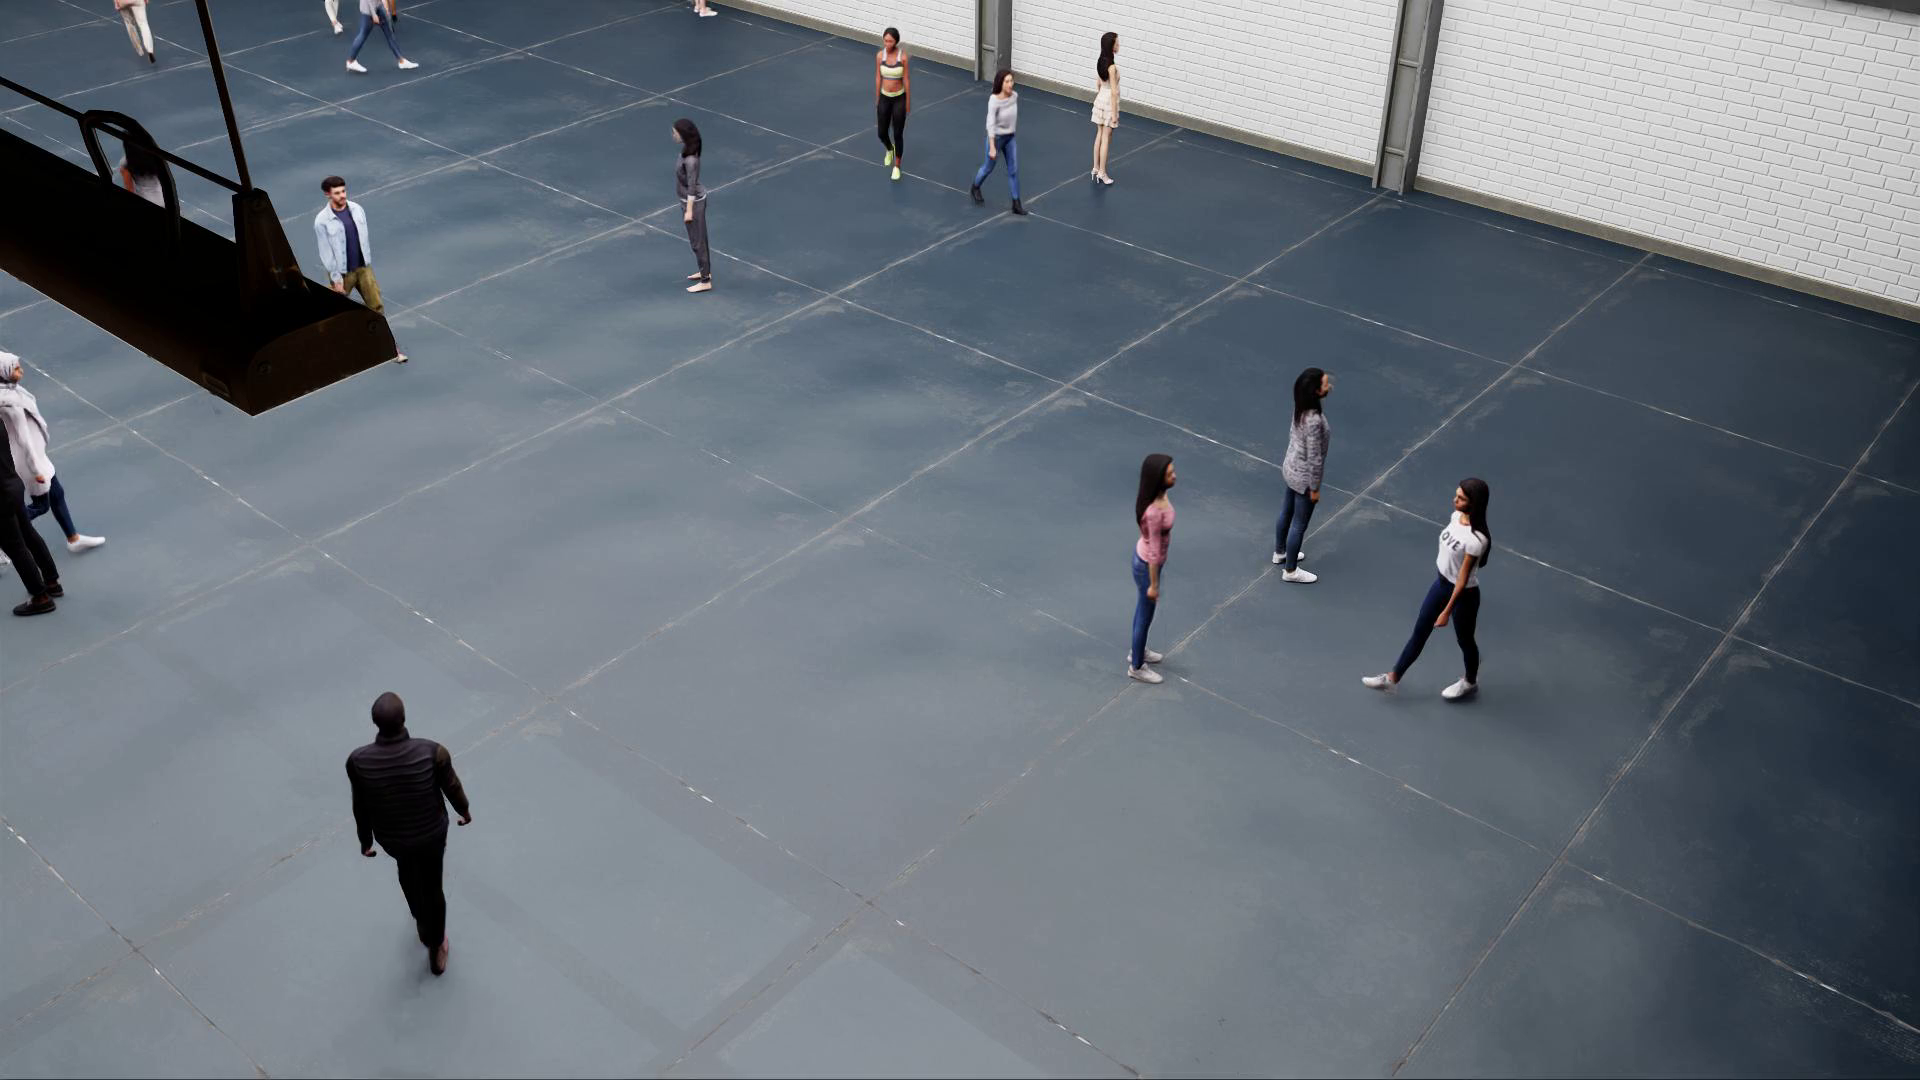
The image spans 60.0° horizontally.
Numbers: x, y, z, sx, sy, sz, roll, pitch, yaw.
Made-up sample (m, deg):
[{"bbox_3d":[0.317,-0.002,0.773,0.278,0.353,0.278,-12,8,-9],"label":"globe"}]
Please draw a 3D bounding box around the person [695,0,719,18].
[{"bbox_3d":[-3.866,-8.707,24.689,0.705,1.750,0.601,-13,36,-19],"label":"person"}]

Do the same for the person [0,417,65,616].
[{"bbox_3d":[-6.882,-0.281,11.951,0.778,1.819,0.732,-1,34,-2],"label":"person"}]

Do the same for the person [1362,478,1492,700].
[{"bbox_3d":[3.380,0.371,11.038,1.073,1.742,1.065,-7,34,-10],"label":"person"}]

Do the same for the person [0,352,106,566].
[{"bbox_3d":[-7.060,-0.575,12.454,0.892,1.751,1.044,-19,38,-26],"label":"person"}]

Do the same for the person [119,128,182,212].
[{"bbox_3d":[-7.895,-3.208,16.399,0.714,1.769,0.759,-16,37,-22],"label":"person"}]

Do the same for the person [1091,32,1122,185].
[{"bbox_3d":[1.671,-4.942,19.037,0.728,1.737,0.623,-11,35,-16],"label":"person"}]

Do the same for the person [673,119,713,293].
[{"bbox_3d":[-2.656,-3.359,16.633,0.714,1.761,0.661,-2,34,-3],"label":"person"}]

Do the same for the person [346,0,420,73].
[{"bbox_3d":[-8.006,-7.094,22.320,1.216,1.687,1.145,-2,34,-3],"label":"person"}]

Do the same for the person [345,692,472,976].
[{"bbox_3d":[-2.987,1.656,9.038,0.903,1.818,0.956,-6,34,-8],"label":"person"}]

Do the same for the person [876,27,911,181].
[{"bbox_3d":[-0.752,-5.082,19.241,0.776,1.743,0.808,5,34,7],"label":"person"}]

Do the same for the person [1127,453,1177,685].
[{"bbox_3d":[1.302,0.168,11.344,0.652,1.742,0.639,6,34,9],"label":"person"}]

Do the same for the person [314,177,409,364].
[{"bbox_3d":[-5.672,-2.475,15.303,1.191,1.762,0.706,26,42,34],"label":"person"}]

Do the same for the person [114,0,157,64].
[{"bbox_3d":[-11.345,-7.379,22.740,0.861,1.697,1.166,-17,37,-24],"label":"person"}]

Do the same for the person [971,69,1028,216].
[{"bbox_3d":[0.386,-4.402,18.353,0.715,1.595,1.088,-27,42,-34],"label":"person"}]

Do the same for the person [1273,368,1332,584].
[{"bbox_3d":[2.543,-0.500,12.359,0.741,1.731,0.670,-4,34,-6],"label":"person"}]
